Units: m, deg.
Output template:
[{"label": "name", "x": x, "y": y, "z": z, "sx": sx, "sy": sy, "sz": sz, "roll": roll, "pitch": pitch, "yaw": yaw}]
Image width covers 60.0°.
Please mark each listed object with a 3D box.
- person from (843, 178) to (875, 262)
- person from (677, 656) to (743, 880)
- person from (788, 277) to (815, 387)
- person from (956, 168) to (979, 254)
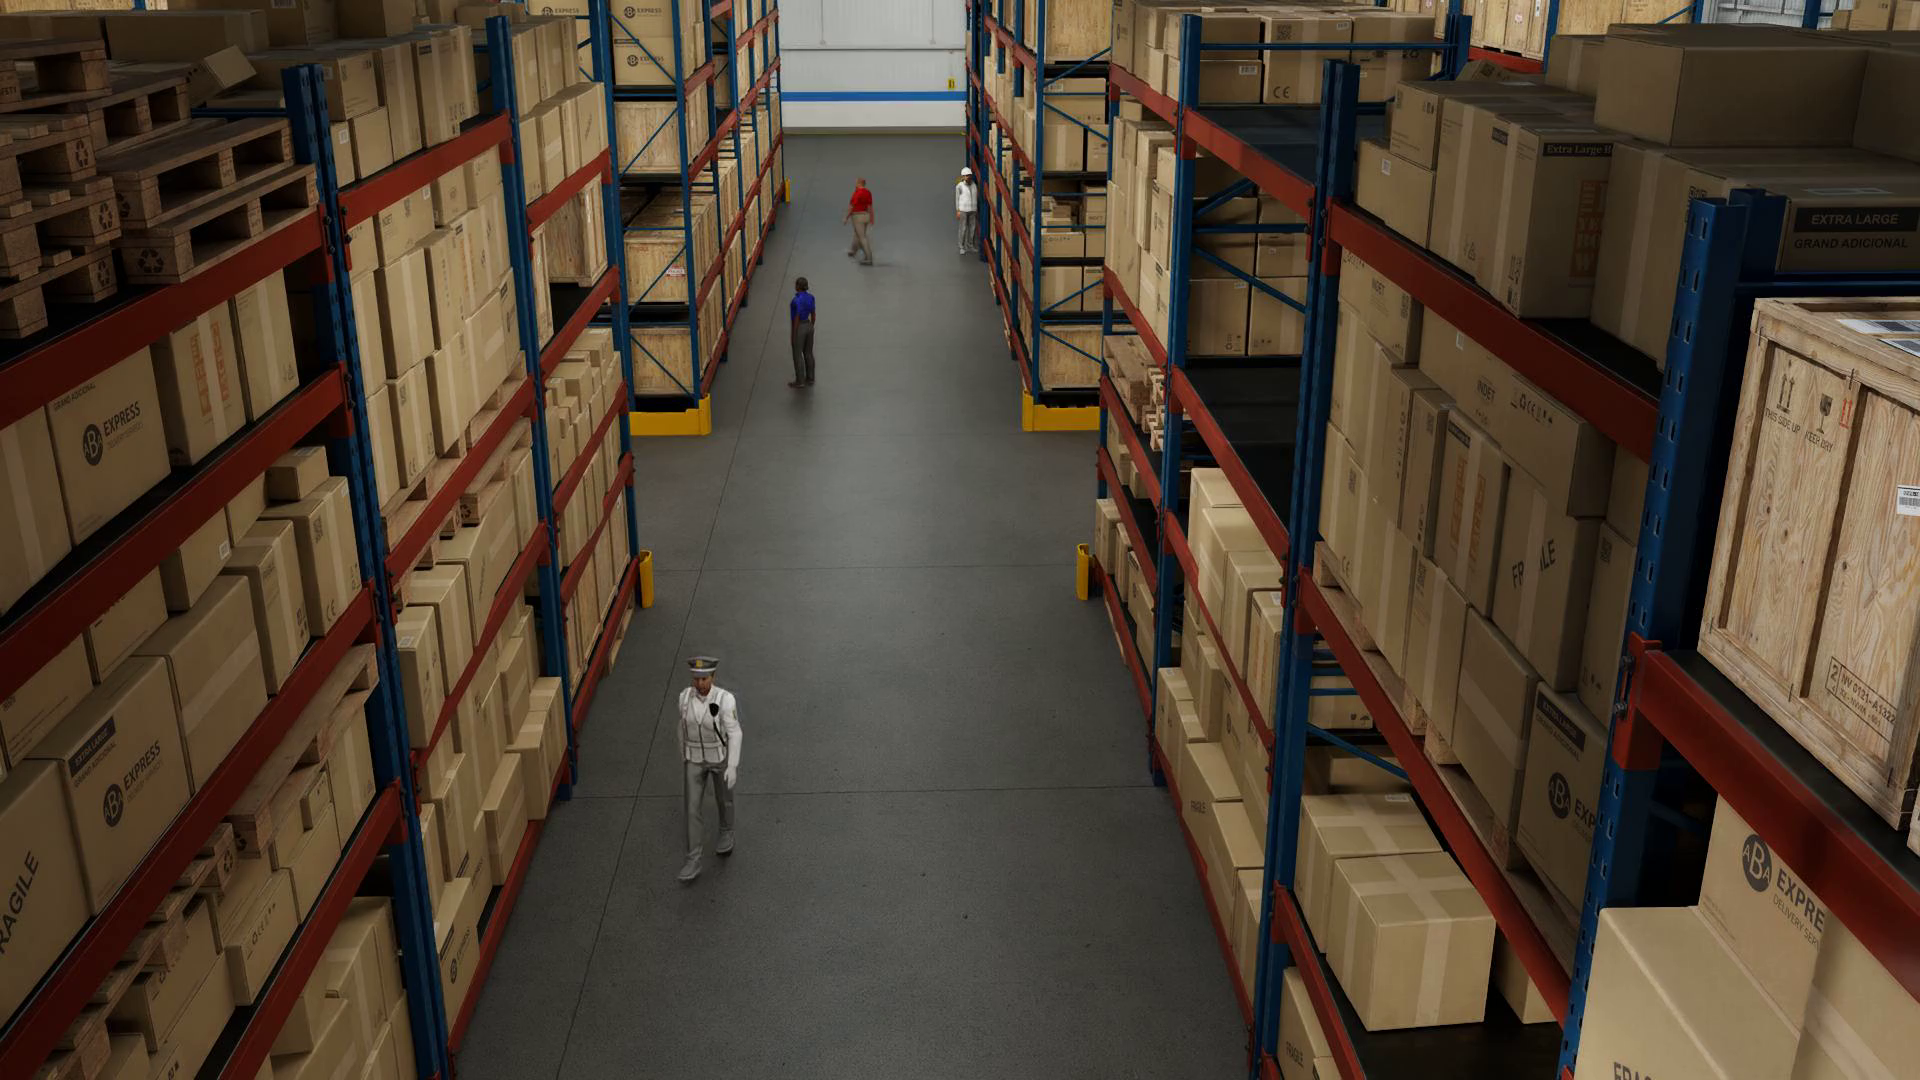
[{"label": "person", "x": -2.146, "y": -6.602, "z": 34.212, "sx": 0.876, "sy": 1.702, "sz": 0.590, "roll": 12, "pitch": 24, "yaw": 29}, {"label": "person", "x": -1.853, "y": 1.640, "z": 12.176, "sx": 0.526, "sy": 1.666, "sz": 0.819, "roll": 2, "pitch": 21, "yaw": 6}, {"label": "person", "x": -2.399, "y": -3.148, "z": 25.084, "sx": 0.344, "sy": 1.659, "sz": 0.440, "roll": 14, "pitch": 24, "yaw": 32}, {"label": "person", "x": 0.169, "y": -6.961, "z": 35.138, "sx": 0.532, "sy": 1.776, "sz": 0.365, "roll": -11, "pitch": 23, "yaw": -28}]
